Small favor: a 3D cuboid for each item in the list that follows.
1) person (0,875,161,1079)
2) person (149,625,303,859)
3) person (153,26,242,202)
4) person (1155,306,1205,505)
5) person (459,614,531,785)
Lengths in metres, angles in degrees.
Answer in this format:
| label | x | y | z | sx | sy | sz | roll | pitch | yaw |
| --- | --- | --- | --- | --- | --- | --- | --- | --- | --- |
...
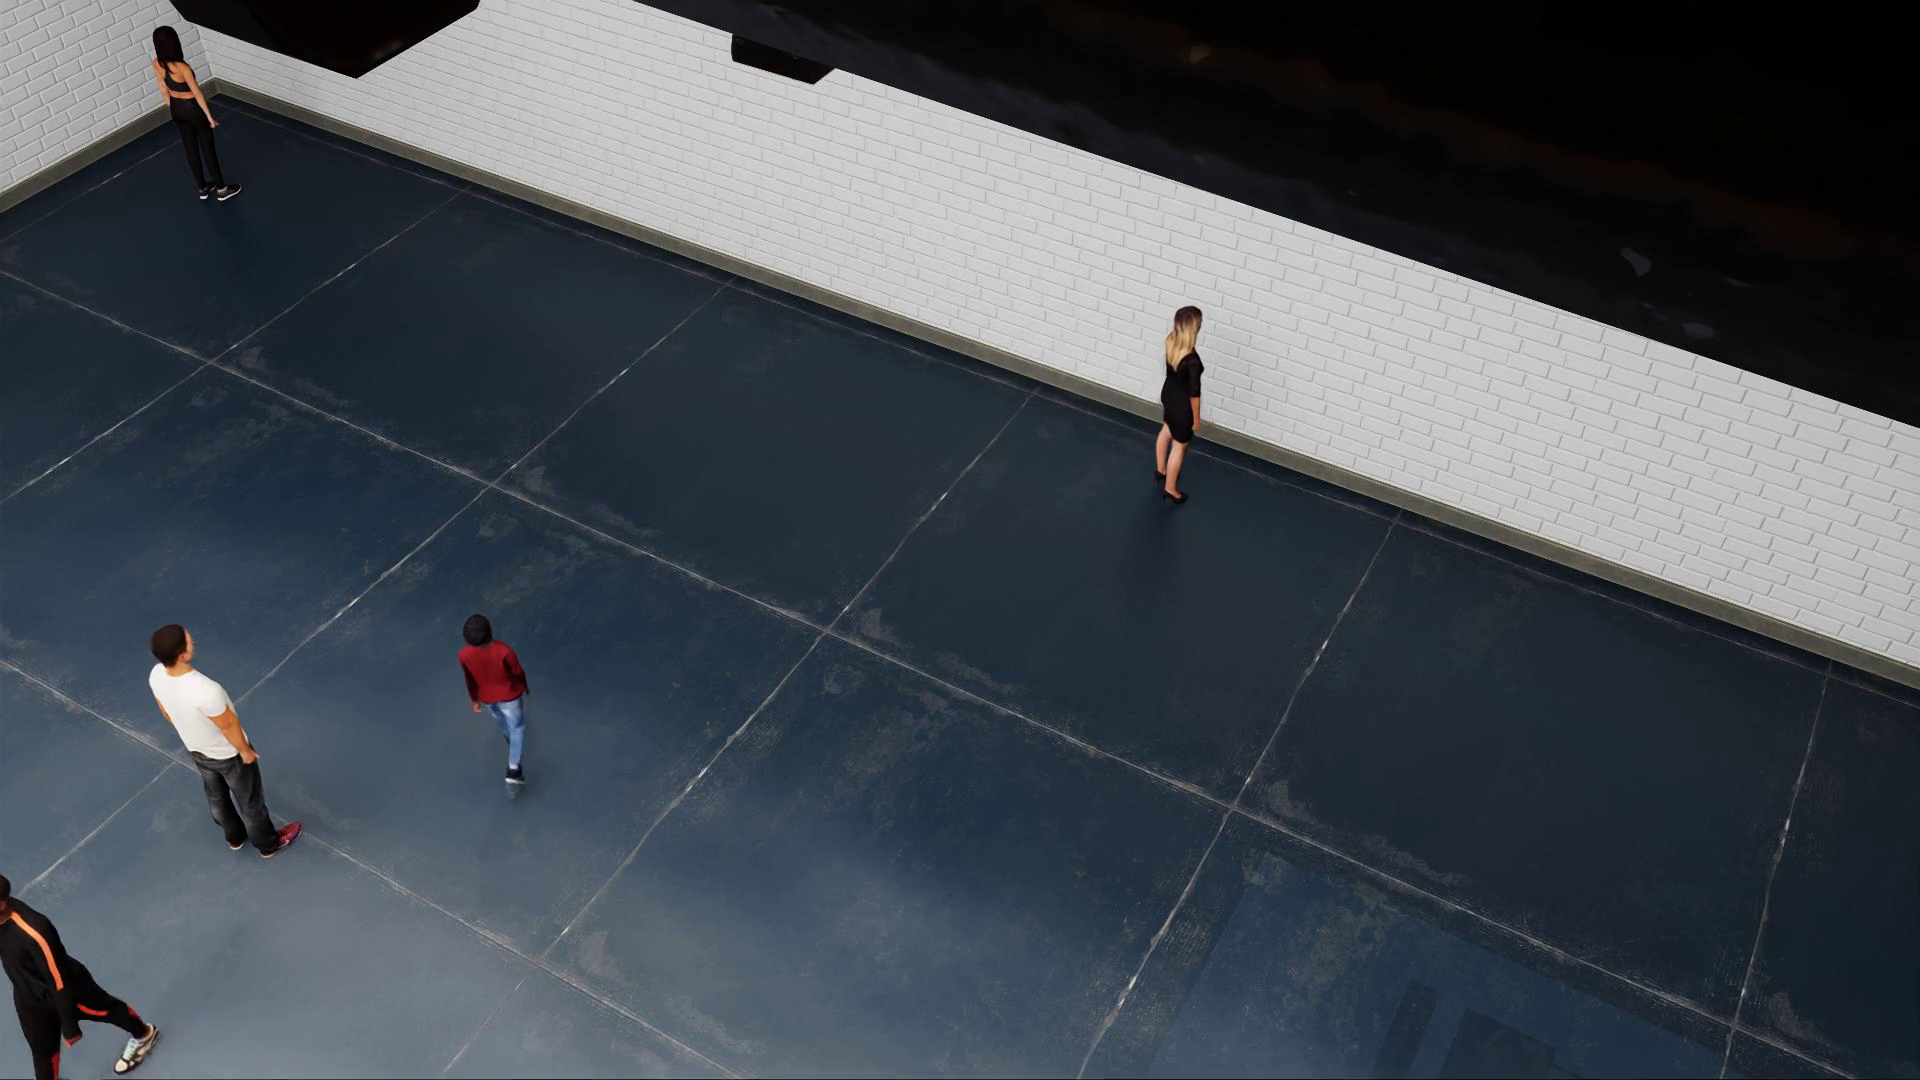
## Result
| label | x | y | z | sx | sy | sz | roll | pitch | yaw |
| --- | --- | --- | --- | --- | --- | --- | --- | --- | --- |
| person | -4.508 | 2.194 | 8.430 | 0.700 | 1.779 | 1.077 | 18 | 47 | 18 |
| person | -4.266 | 1.172 | 9.497 | 0.657 | 1.797 | 0.573 | 16 | 46 | 16 |
| person | -6.873 | -3.798 | 14.817 | 0.618 | 1.643 | 0.579 | 9 | 44 | 9 |
| person | 1.544 | -0.944 | 11.798 | 0.664 | 1.675 | 0.621 | -14 | 45 | -15 |
| person | -2.808 | 0.961 | 10.110 | 0.722 | 1.245 | 0.904 | 3 | 44 | 3 |
